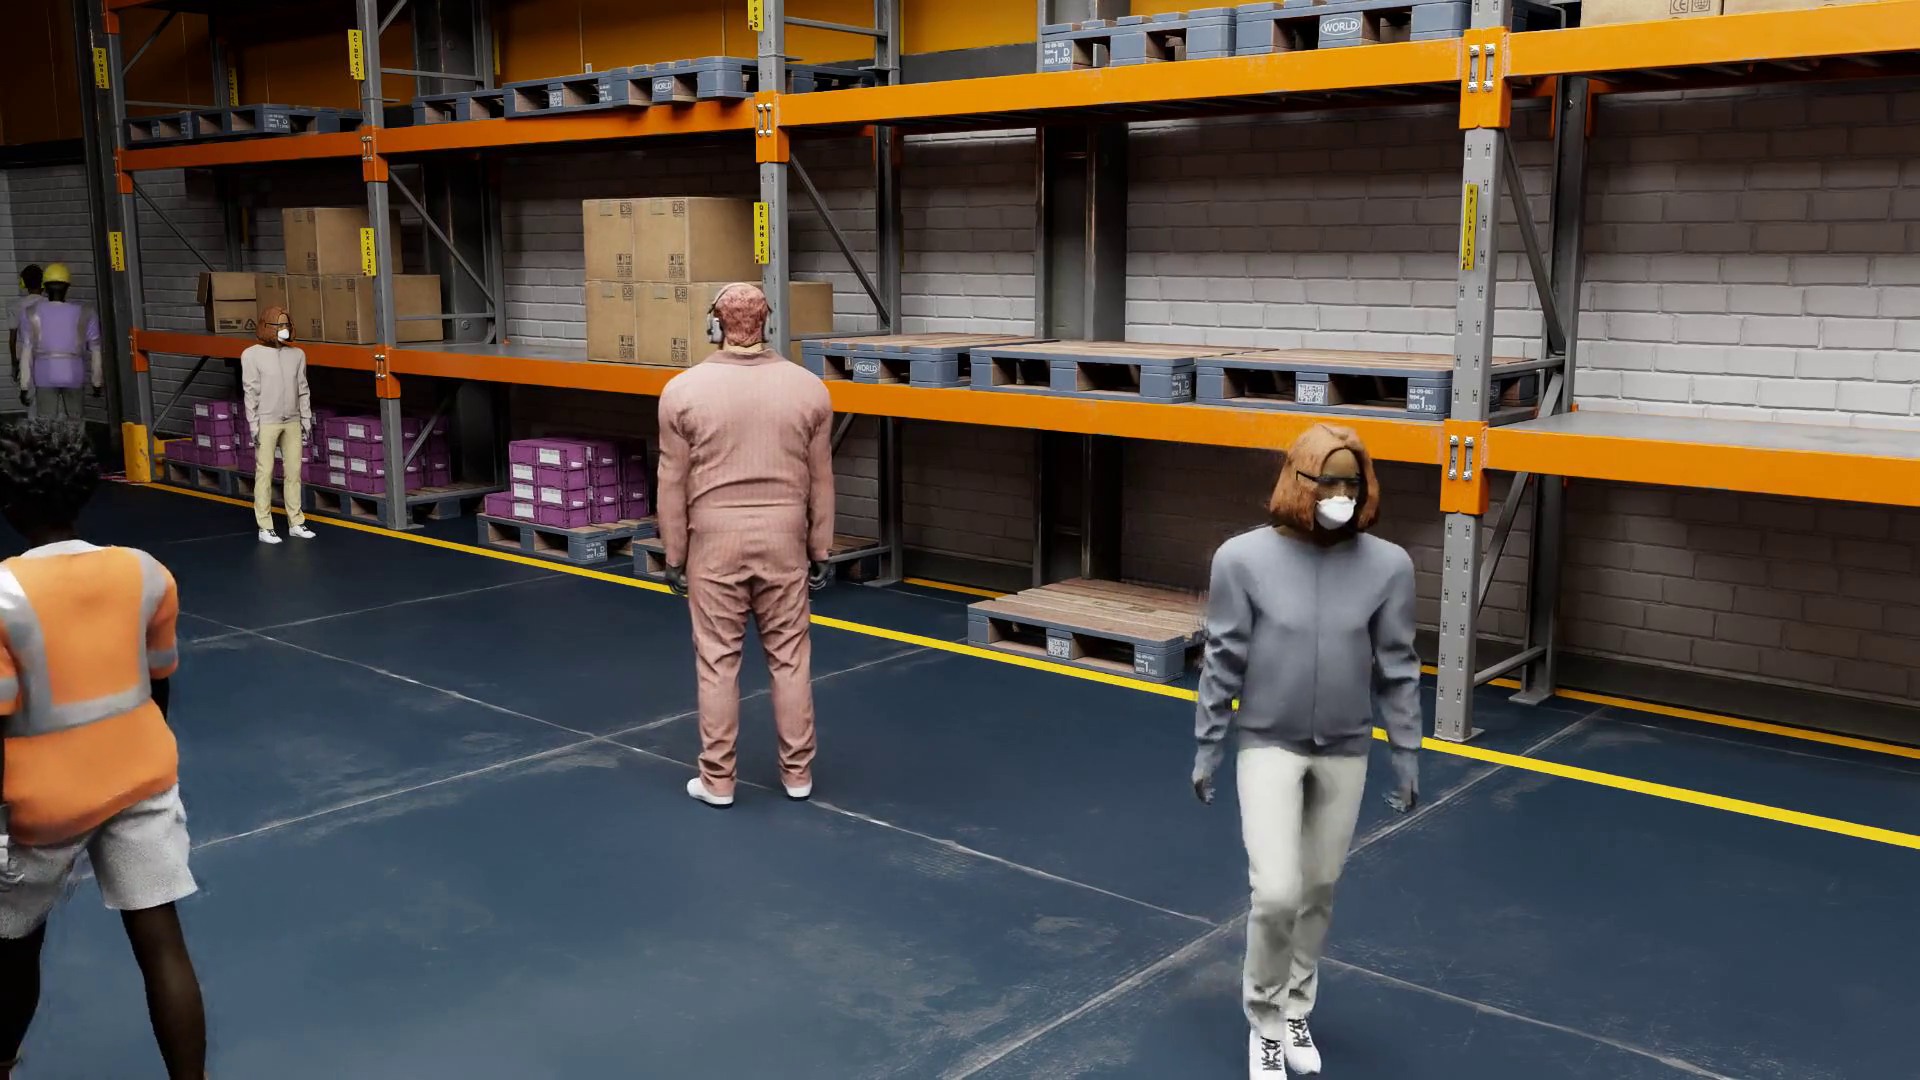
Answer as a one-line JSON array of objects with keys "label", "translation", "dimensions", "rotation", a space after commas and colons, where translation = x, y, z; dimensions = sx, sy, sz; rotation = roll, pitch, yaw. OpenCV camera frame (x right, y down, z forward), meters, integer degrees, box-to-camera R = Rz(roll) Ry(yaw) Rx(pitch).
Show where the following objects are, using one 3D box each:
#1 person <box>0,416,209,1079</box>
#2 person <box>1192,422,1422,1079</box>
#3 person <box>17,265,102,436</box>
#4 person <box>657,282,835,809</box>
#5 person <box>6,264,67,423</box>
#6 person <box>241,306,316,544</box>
[{"label": "person", "translation": [-2.012, 0.551, 3.722], "dimensions": [0.867, 1.646, 0.552], "rotation": [6, 12, 30]}, {"label": "person", "translation": [0.839, 0.529, 3.951], "dimensions": [0.538, 1.610, 0.525], "rotation": [-1, 10, -7]}, {"label": "person", "translation": [-7.526, -1.337, 13.884], "dimensions": [0.646, 1.902, 0.762], "rotation": [-6, 12, -32]}, {"label": "person", "translation": [-0.778, 0.021, 6.070], "dimensions": [0.645, 1.900, 0.398], "rotation": [-3, 10, -18]}, {"label": "person", "translation": [-8.686, -1.661, 15.731], "dimensions": [0.533, 1.868, 0.310], "rotation": [-4, 11, -20]}, {"label": "person", "translation": [-4.704, -0.794, 11.488], "dimensions": [0.277, 1.629, 0.497], "rotation": [7, 12, 34]}]
